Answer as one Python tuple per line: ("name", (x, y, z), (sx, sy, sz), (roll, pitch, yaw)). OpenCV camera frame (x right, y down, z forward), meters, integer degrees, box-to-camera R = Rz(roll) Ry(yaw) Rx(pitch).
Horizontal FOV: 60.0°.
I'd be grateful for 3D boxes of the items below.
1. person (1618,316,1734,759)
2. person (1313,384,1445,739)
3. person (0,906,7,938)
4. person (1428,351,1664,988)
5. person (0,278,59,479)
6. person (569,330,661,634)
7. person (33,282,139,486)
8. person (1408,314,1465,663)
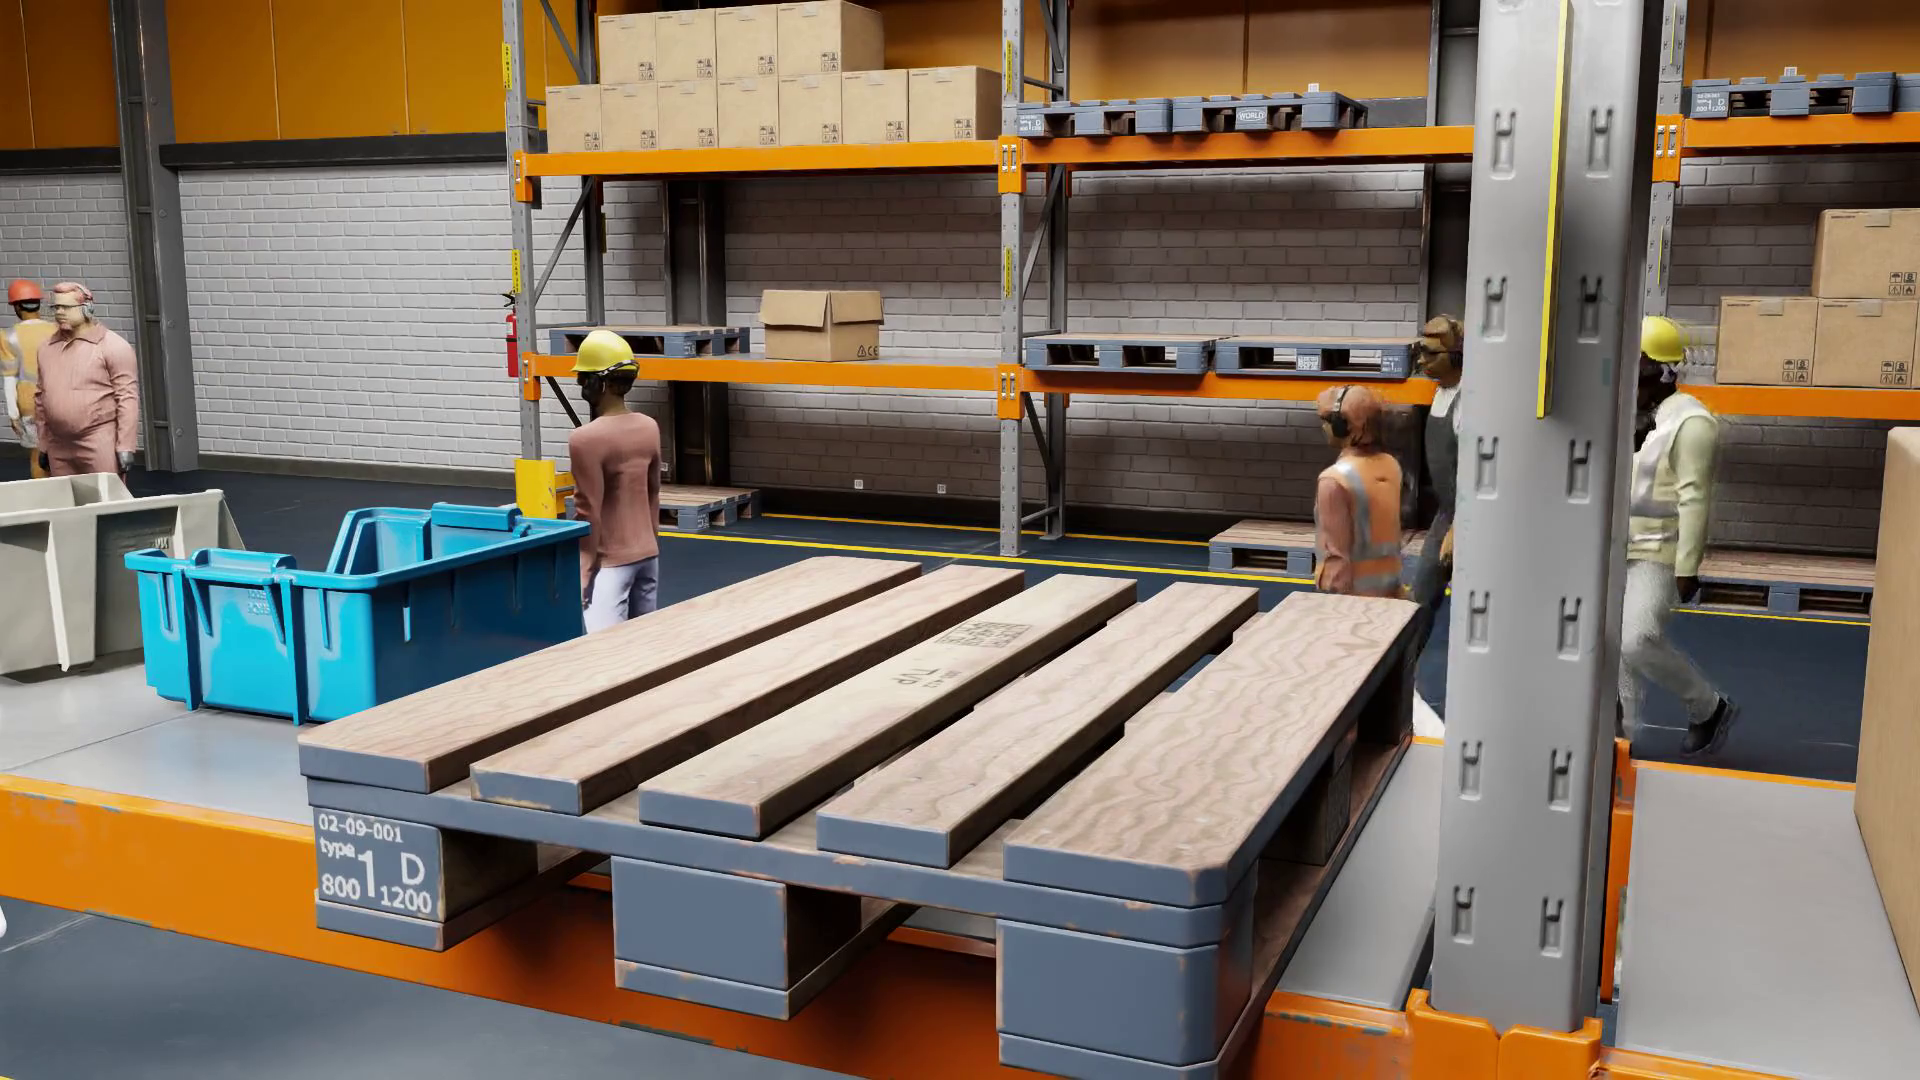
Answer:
("person", (2.762, 0.025, 6.603), (0.515, 1.819, 0.604), (-2, 10, -9))
("person", (1.501, 0.245, 5.930), (0.812, 1.601, 0.529), (9, 13, 44))
("person", (-3.064, 0.399, 4.895), (0.498, 1.634, 0.278), (-4, 10, -21))
("person", (1.590, 0.375, 4.520), (0.955, 1.822, 0.534), (2, 10, 12))
("person", (-7.010, -1.041, 12.726), (0.555, 1.906, 0.828), (-7, 12, -36))
("person", (-1.330, 0.087, 6.373), (0.310, 1.768, 0.533), (4, 10, 22))
("person", (-5.206, -0.568, 9.878), (0.651, 1.905, 0.409), (2, 10, 11))
("person", (2.144, -0.082, 7.279), (0.951, 1.789, 0.511), (-1, 10, -8))
